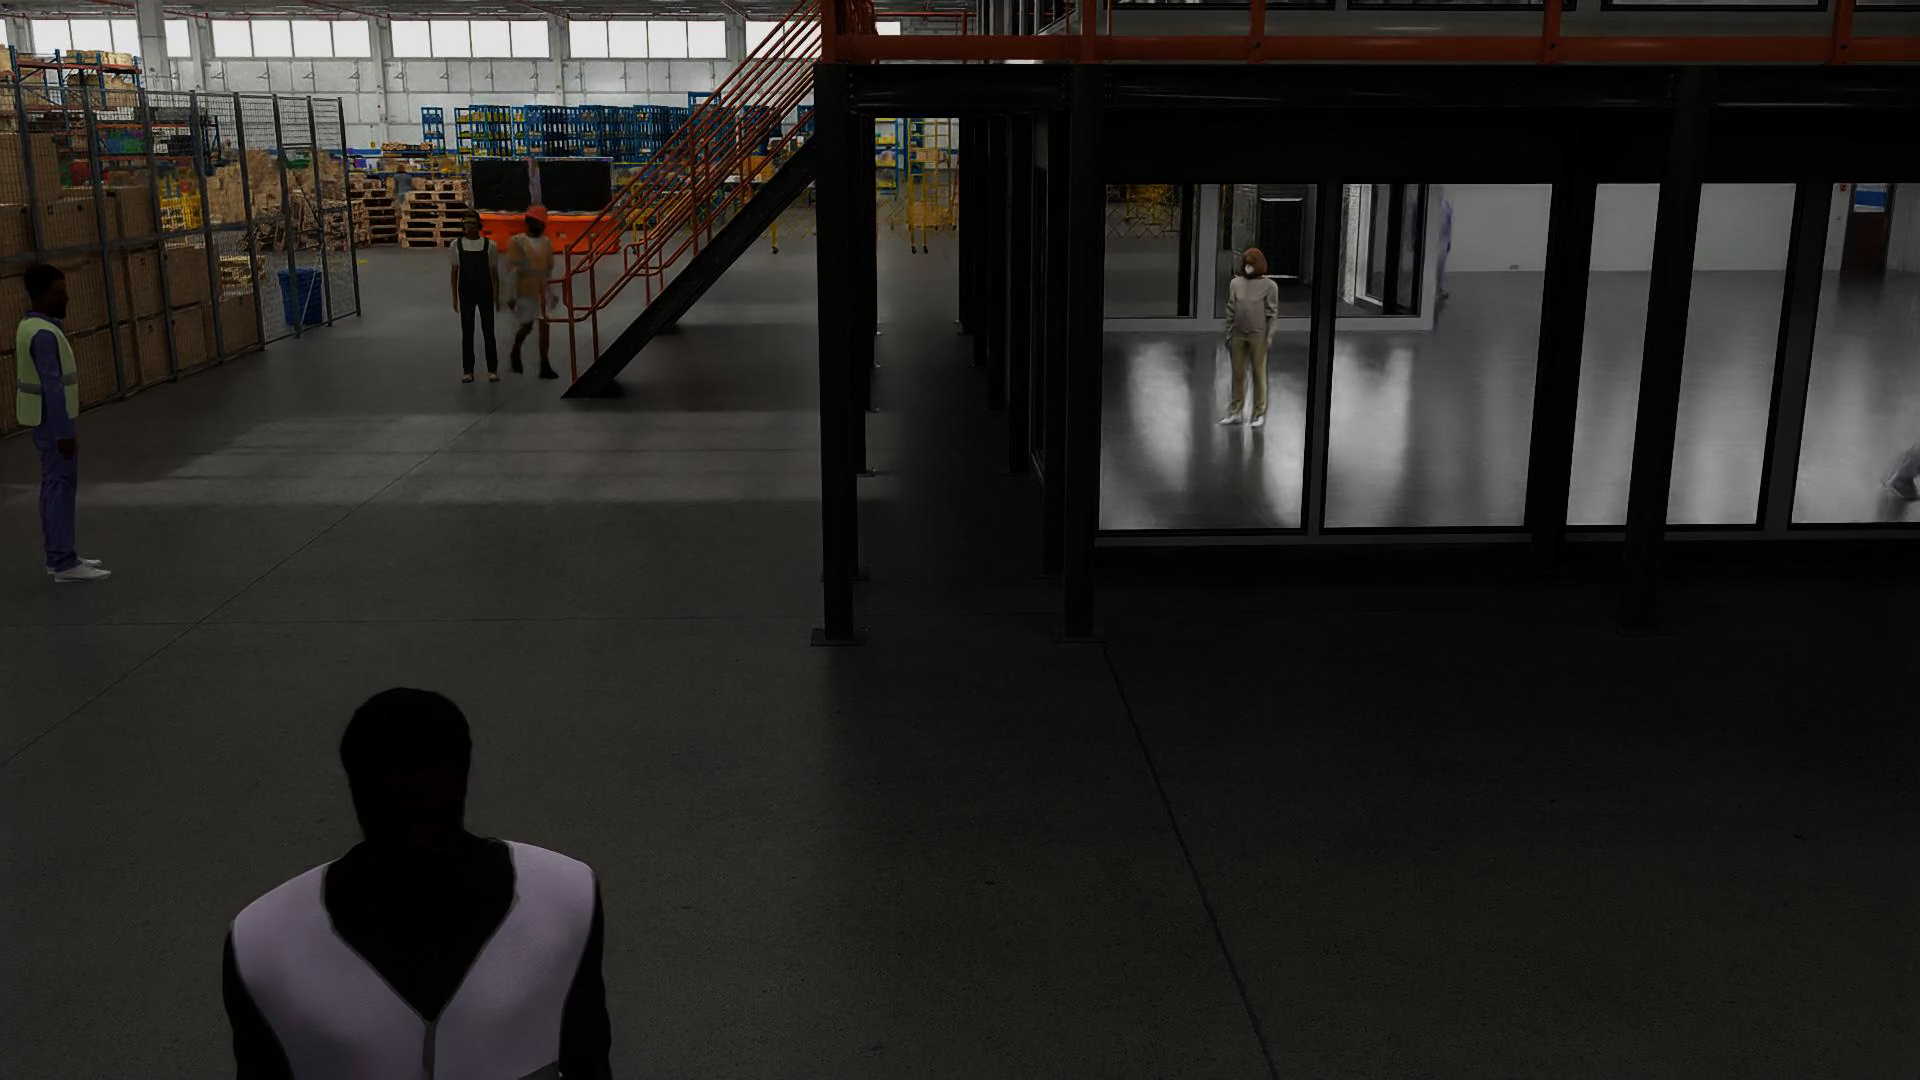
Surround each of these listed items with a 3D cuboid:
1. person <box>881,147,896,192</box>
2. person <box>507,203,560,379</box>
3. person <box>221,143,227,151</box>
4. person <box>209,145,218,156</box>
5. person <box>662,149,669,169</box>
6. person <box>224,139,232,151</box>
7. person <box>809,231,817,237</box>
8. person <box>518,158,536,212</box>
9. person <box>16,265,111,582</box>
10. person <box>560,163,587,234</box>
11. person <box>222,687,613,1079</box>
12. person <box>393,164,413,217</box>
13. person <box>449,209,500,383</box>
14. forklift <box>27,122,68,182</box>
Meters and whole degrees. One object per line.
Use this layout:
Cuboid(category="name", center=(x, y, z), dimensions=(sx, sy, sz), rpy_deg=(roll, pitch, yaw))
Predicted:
Cuboid(category="person", center=(-2.982, -15.382, 68.557), dimensions=(0.648, 2.013, 0.878), rpy_deg=(-3, 14, -11))
Cuboid(category="person", center=(-4.675, -2.725, 18.218), dimensions=(0.658, 1.899, 0.587), rpy_deg=(13, 19, 42))
Cuboid(category="person", center=(-40.527, -21.011, 91.640), dimensions=(0.798, 1.724, 0.566), rpy_deg=(7, 16, 26))
Cuboid(category="person", center=(-33.401, -16.774, 74.526), dimensions=(0.429, 1.815, 0.627), rpy_deg=(2, 14, 8))
Cuboid(category="person", center=(-13.143, -16.785, 74.733), dimensions=(0.834, 1.731, 0.526), rpy_deg=(2, 14, 8))
Cuboid(category="person", center=(-36.260, -18.873, 82.569), dimensions=(0.400, 1.991, 0.663), rpy_deg=(-1, 14, -4))
Cuboid(category="person", center=(-3.175, -8.137, 39.750), dimensions=(1.008, 1.942, 0.614), rpy_deg=(3, 14, 13))
Cuboid(category="person", center=(-11.001, -8.728, 42.146), dimensions=(0.460, 1.921, 0.559), rpy_deg=(3, 14, 14))
Cuboid(category="person", center=(-5.499, -0.700, 10.084), dimensions=(0.373, 1.915, 0.596), rpy_deg=(-10, 17, -34))
Cuboid(category="person", center=(-9.704, -8.637, 42.110), dimensions=(0.979, 1.778, 0.604), rpy_deg=(-6, 15, -24))
Cuboid(category="person", center=(-0.862, 1.135, 2.778), dimensions=(0.586, 1.910, 0.396), rpy_deg=(-6, 15, -22))
Cuboid(category="person", center=(-15.970, -9.959, 47.720), dimensions=(0.504, 1.604, 0.737), rpy_deg=(-3, 14, -13))
Cuboid(category="person", center=(-5.203, -2.616, 17.890), dimensions=(0.508, 1.846, 0.345), rpy_deg=(-4, 14, -14))
Cuboid(category="forklift", center=(-35.376, -14.773, 64.377), dimensions=(1.129, 2.768, 1.873), rpy_deg=(-1, 14, -2))
